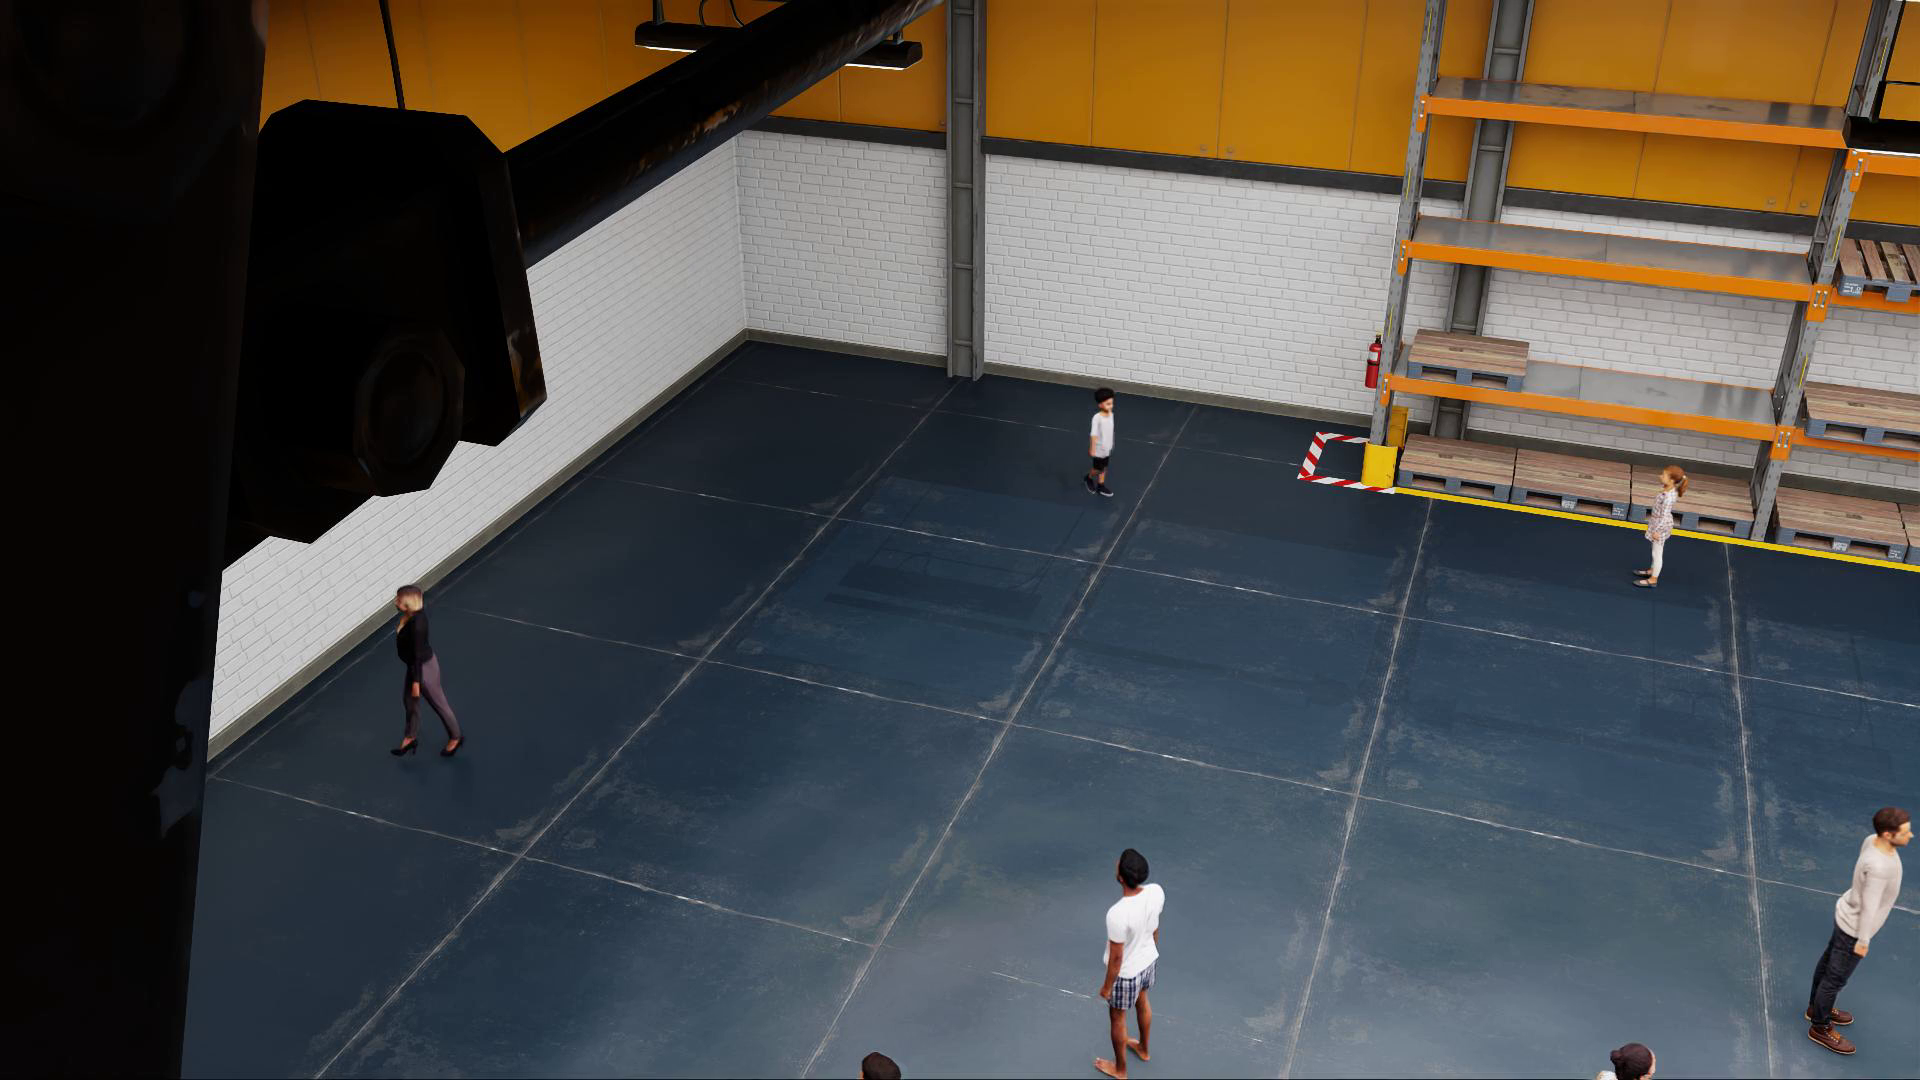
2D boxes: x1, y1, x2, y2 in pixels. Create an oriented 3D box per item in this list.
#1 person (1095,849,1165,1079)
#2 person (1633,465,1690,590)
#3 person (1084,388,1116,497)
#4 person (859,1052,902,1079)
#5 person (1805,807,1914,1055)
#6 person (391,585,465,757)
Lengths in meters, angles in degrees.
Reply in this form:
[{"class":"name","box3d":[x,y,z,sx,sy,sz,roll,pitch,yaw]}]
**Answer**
[{"class":"person","box3d":[1.089,2.717,10.641,0.719,1.731,0.695,-24,37,-37]},{"class":"person","box3d":[6.893,-0.149,16.330,0.510,1.313,0.514,10,30,18]},{"class":"person","box3d":[1.501,-1.080,18.099,0.613,1.254,0.672,-24,37,-37]},{"class":"person","box3d":[-0.396,3.513,9.198,0.585,1.714,0.656,5,29,9]},{"class":"person","box3d":[5.868,2.500,10.894,0.604,1.868,0.671,13,31,23]},{"class":"person","box3d":[-4.326,1.089,13.705,0.946,1.653,0.881,-12,31,-21]}]
